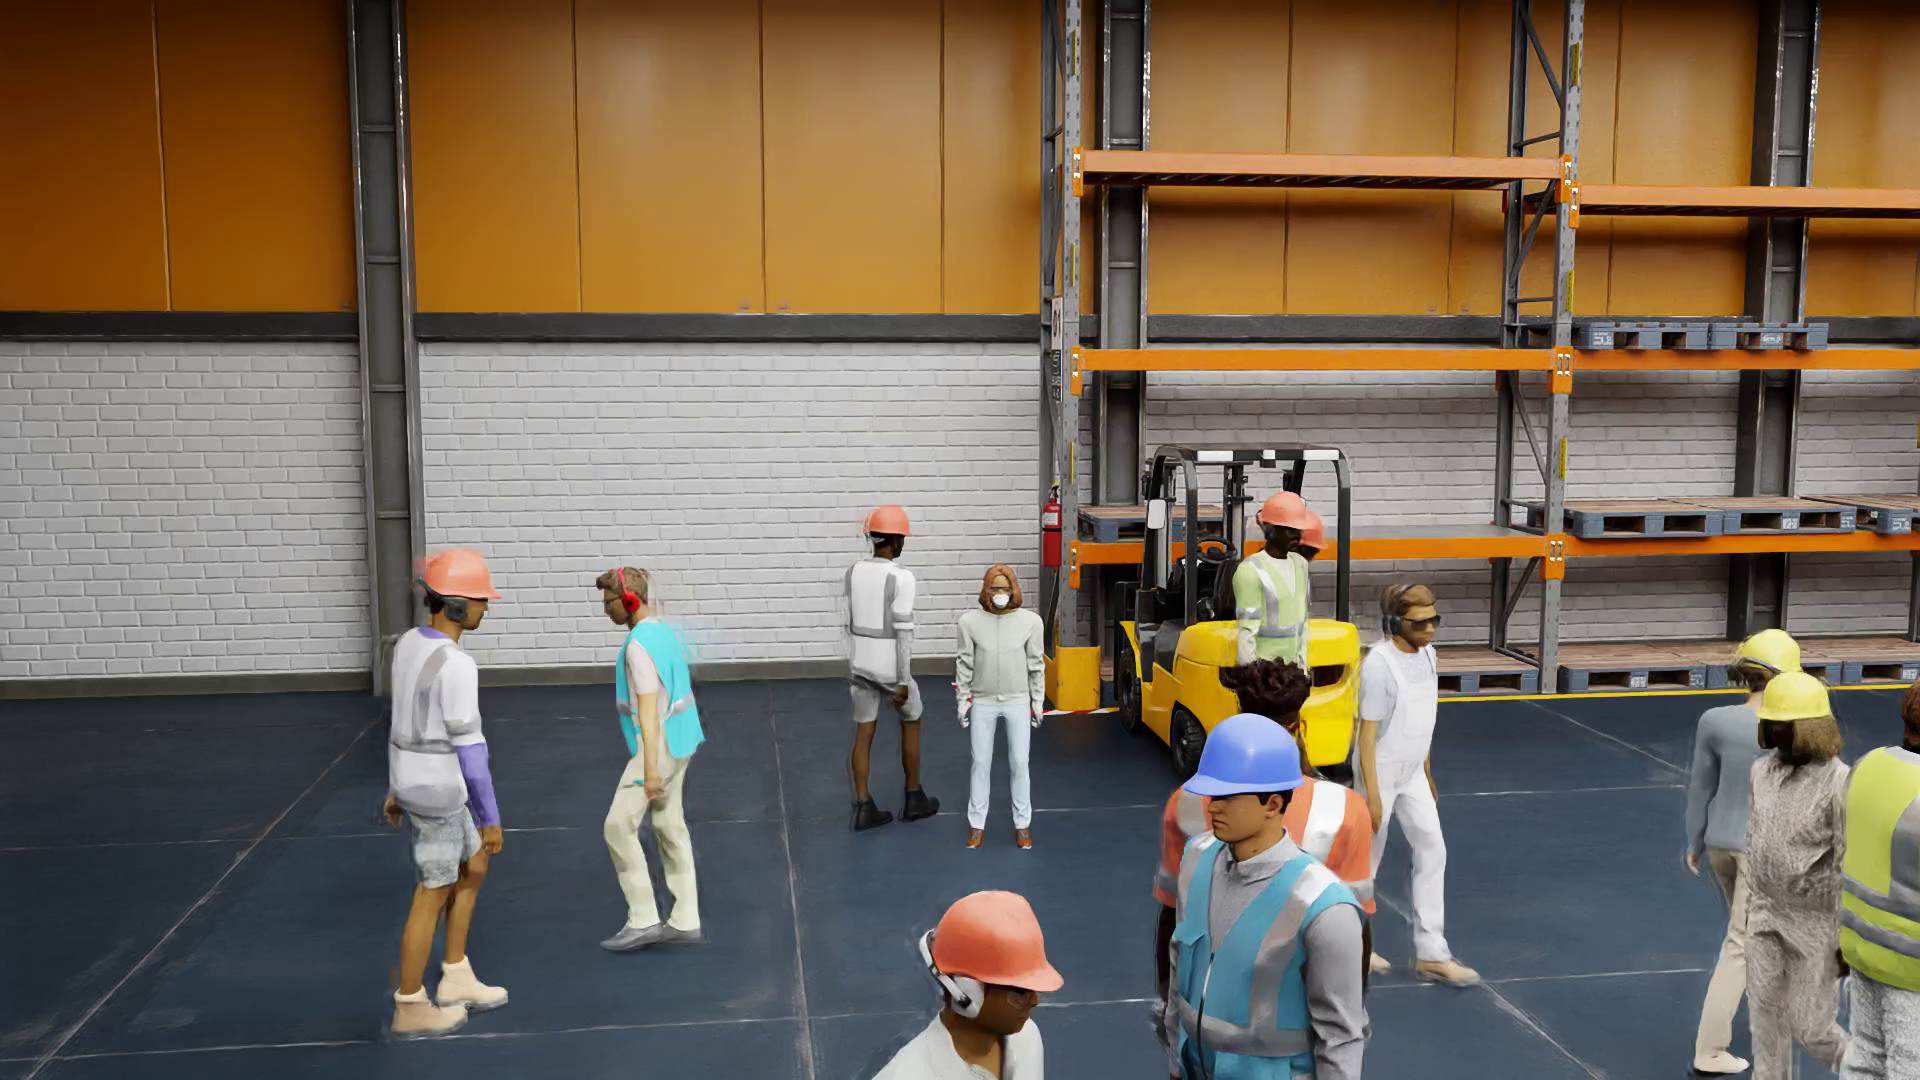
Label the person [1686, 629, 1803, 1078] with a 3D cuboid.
[{"bbox_3d":[3.198,1.215,6.550,0.870,1.728,0.529,-3,7,-25],"label":"person"}]

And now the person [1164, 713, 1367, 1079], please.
[{"bbox_3d":[0.720,1.383,4.112,0.399,1.949,0.605,-4,8,-32],"label":"person"}]

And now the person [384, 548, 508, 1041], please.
[{"bbox_3d":[-2.060,1.035,6.831,0.681,2.014,0.656,-4,8,-34],"label":"person"}]

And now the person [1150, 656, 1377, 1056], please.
[{"bbox_3d":[0.873,1.310,4.753,0.707,1.945,0.541,3,7,25],"label":"person"}]

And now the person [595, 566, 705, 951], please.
[{"bbox_3d":[-1.487,1.025,7.839,0.597,1.804,0.600,0,7,3],"label":"person"}]

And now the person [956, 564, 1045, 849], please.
[{"bbox_3d":[0.230,0.939,9.412,0.505,1.628,0.278,0,7,2],"label":"person"}]

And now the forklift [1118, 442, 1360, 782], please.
[{"bbox_3d":[1.912,0.418,11.496,1.214,2.155,2.313,-1,7,-8],"label":"forklift"}]

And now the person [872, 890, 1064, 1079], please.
[{"bbox_3d":[-0.058,1.562,3.595,0.851,1.711,0.566,4,8,33],"label":"person"}]

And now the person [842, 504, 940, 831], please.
[{"bbox_3d":[-0.398,0.741,9.907,0.545,1.909,0.773,4,8,34],"label":"person"}]

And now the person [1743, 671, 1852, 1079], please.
[{"bbox_3d":[2.944,1.300,5.765,0.532,1.727,0.503,-2,7,-19],"label":"person"}]

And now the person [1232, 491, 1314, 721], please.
[{"bbox_3d":[1.802,0.735,9.458,0.412,2.032,0.602,6,9,44],"label":"person"}]

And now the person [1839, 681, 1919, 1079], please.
[{"bbox_3d":[2.968,1.325,5.142,0.431,1.835,0.619,0,7,0],"label":"person"}]

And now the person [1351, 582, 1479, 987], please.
[{"bbox_3d":[1.982,1.082,7.334,0.535,1.808,0.801,-5,8,-40],"label":"person"}]
